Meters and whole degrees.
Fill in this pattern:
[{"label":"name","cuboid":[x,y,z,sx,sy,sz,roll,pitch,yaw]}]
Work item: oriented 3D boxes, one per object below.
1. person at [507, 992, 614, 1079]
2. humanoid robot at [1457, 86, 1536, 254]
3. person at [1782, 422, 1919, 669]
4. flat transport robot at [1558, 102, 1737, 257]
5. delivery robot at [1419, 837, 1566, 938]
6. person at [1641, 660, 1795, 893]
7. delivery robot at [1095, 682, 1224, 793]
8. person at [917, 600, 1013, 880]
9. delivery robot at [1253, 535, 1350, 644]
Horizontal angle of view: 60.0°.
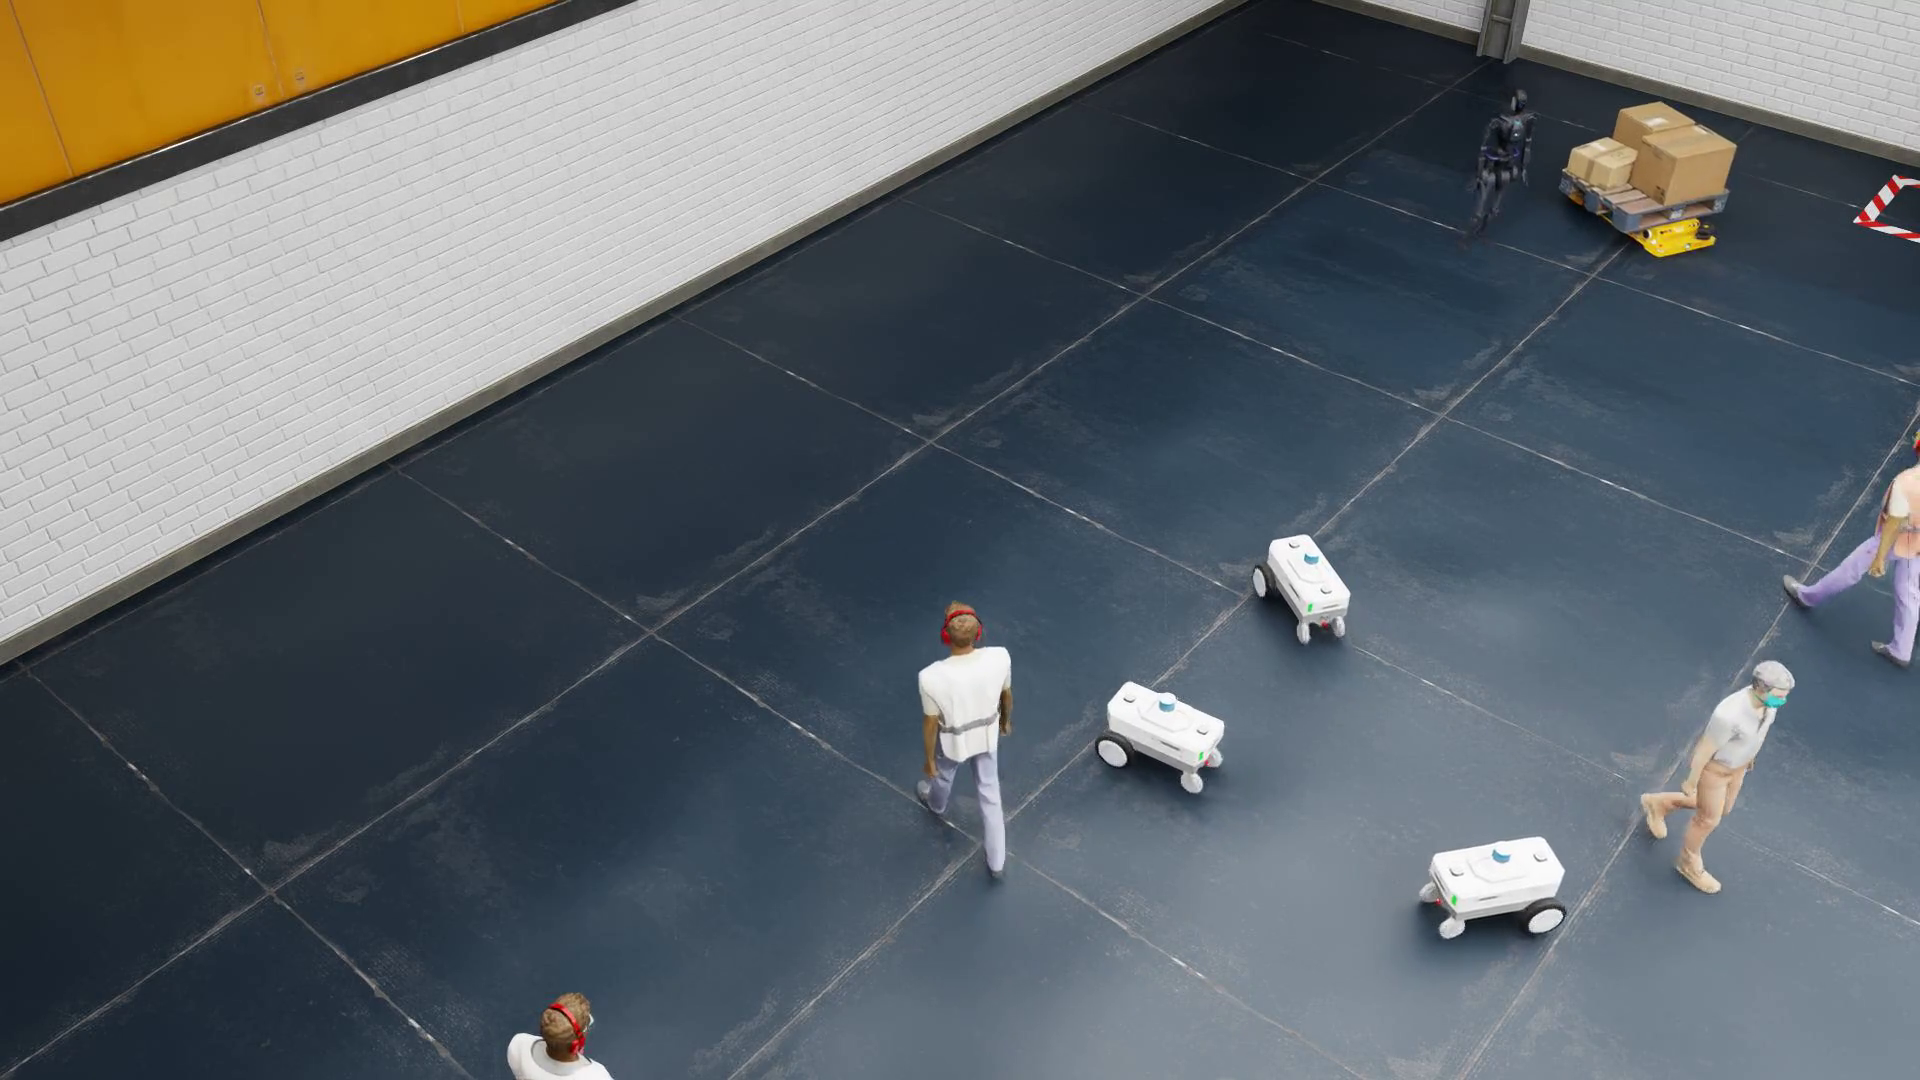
[{"label":"person","cuboid":[-1.745,2.741,7.643,0.570,1.830,0.405,17,42,20]},{"label":"humanoid robot","cuboid":[5.011,-3.462,15.471,0.605,1.645,0.355,-12,40,-14]},{"label":"person","cuboid":[6.243,-0.047,11.135,0.571,1.781,1.008,-15,41,-18]},{"label":"flat transport robot","cuboid":[6.638,-3.218,16.281,0.659,0.231,1.431,-14,41,-17]},{"label":"delivery robot","cuboid":[3.079,1.973,9.604,0.777,0.587,0.499,-7,39,-9]},{"label":"person","cuboid":[4.343,1.261,9.569,0.506,1.721,0.574,-22,44,-25]},{"label":"delivery robot","cuboid":[1.289,1.210,10.545,0.774,0.581,0.499,22,44,25]},{"label":"person","cuboid":[0.048,1.134,9.669,0.605,1.798,0.885,-14,41,-17]},{"label":"delivery robot","cuboid":[2.432,0.304,11.672,0.499,0.584,0.783,-10,40,-12]}]
